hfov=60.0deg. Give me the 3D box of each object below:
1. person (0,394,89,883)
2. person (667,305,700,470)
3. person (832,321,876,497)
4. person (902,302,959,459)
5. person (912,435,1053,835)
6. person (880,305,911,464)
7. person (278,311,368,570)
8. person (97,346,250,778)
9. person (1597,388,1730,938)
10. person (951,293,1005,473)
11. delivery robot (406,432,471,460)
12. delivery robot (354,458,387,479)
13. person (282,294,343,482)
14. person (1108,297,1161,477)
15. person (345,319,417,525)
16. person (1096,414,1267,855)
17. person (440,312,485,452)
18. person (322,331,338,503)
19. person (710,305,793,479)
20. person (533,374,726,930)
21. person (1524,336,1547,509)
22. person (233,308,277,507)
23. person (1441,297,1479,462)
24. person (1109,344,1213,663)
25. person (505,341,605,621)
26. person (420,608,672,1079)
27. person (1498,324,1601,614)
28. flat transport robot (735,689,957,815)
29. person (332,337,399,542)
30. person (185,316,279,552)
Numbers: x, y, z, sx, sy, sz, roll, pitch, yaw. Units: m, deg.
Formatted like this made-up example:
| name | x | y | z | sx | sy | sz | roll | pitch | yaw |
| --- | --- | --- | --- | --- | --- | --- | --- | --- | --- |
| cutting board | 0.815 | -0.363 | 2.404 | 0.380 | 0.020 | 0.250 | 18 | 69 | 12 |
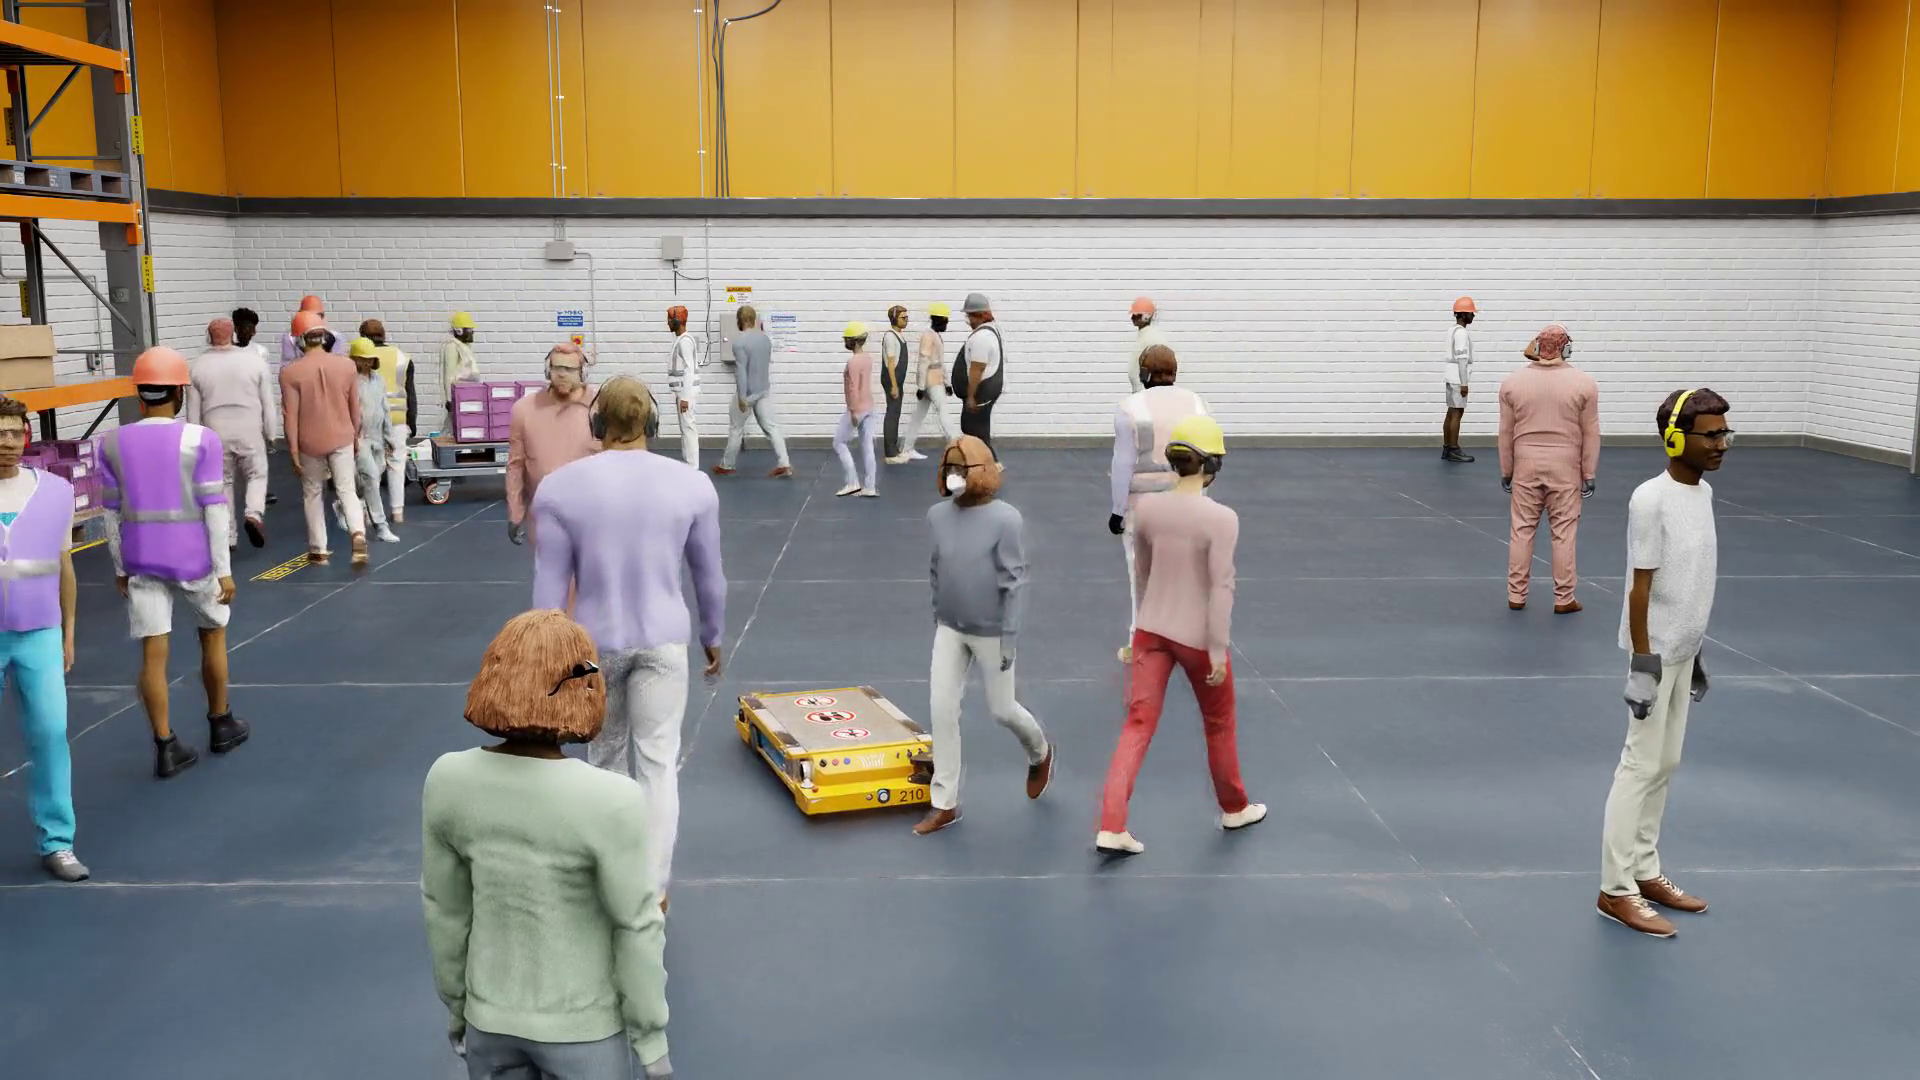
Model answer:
| name | x | y | z | sx | sy | sz | roll | pitch | yaw |
| --- | --- | --- | --- | --- | --- | --- | --- | --- | --- |
| person | -3.609 | 0.347 | 6.258 | 0.785 | 1.818 | 0.572 | 9 | 13 | 44 |
| person | -2.933 | -1.538 | 17.618 | 0.358 | 1.885 | 0.572 | -2 | 10 | -13 |
| person | -1.054 | -1.285 | 16.472 | 0.528 | 1.745 | 0.539 | 4 | 10 | 22 |
| person | -0.242 | -1.869 | 19.690 | 0.988 | 1.865 | 0.590 | 1 | 9 | 4 |
| person | 0.108 | 0.360 | 6.820 | 0.494 | 1.616 | 0.722 | 7 | 11 | 35 |
| person | -0.743 | -1.807 | 19.389 | 0.350 | 1.847 | 0.506 | 1 | 9 | 8 |
| person | -4.755 | -0.739 | 12.507 | 0.624 | 1.961 | 0.895 | -7 | 12 | -36 |
| person | -3.565 | 0.077 | 7.615 | 0.571 | 1.913 | 0.779 | -1 | 9 | -5 |
| person | 2.452 | 0.407 | 5.738 | 0.323 | 1.870 | 0.518 | 9 | 13 | 44 |
| person | 0.171 | -1.543 | 17.172 | 0.536 | 2.000 | 0.710 | 1 | 9 | 9 |
| delivery robot | -5.500 | -0.895 | 17.460 | 0.477 | 0.478 | 0.707 | 8 | 12 | 39 |
| delivery robot | -6.085 | -0.824 | 17.019 | 0.707 | 0.478 | 0.477 | -8 | 12 | -40 |
| person | -6.915 | -1.622 | 17.786 | 0.621 | 2.013 | 0.767 | -5 | 11 | -29 |
| person | 2.063 | -1.654 | 18.074 | 0.833 | 1.974 | 0.624 | 0 | 9 | -1 |
| person | -5.151 | -1.043 | 14.779 | 0.642 | 1.829 | 0.437 | -5 | 10 | -27 |
| person | 0.856 | 0.366 | 6.490 | 0.526 | 1.711 | 0.925 | 9 | 13 | 42 |
| person | -5.586 | -1.669 | 18.743 | 0.953 | 1.784 | 0.603 | -1 | 9 | -4 |
| person | -6.057 | -1.151 | 15.856 | 0.560 | 1.678 | 0.452 | -4 | 10 | -25 |
| person | -2.232 | -1.595 | 17.988 | 1.041 | 1.887 | 0.646 | 6 | 11 | 32 |
| person | -1.171 | 0.358 | 5.968 | 0.658 | 1.888 | 1.003 | -2 | 9 | -9 |
| person | 5.453 | -1.112 | 15.780 | 0.285 | 1.631 | 0.502 | -1 | 9 | -4 |
| person | -6.880 | -1.259 | 15.898 | 0.628 | 1.894 | 1.051 | -7 | 12 | -38 |
| person | 5.895 | -1.888 | 19.604 | 0.356 | 1.939 | 0.543 | 0 | 9 | 1 |
| person | 1.129 | -0.197 | 9.535 | 0.634 | 1.839 | 0.429 | -4 | 10 | -23 |
| person | -2.156 | -0.164 | 9.209 | 0.649 | 1.881 | 0.816 | 1 | 9 | 9 |
| person | -0.786 | 0.938 | 3.208 | 0.507 | 1.632 | 0.274 | 3 | 10 | 20 |
| person | 3.879 | -0.464 | 10.968 | 0.643 | 1.909 | 0.410 | 5 | 11 | 30 |
| flat transport robot | -0.554 | 0.911 | 7.534 | 0.652 | 0.197 | 1.431 | -3 | 10 | -19 |
| person | -5.034 | -0.849 | 13.918 | 0.773 | 1.707 | 0.496 | 5 | 10 | 27 |
| person | -5.773 | -0.823 | 13.200 | 0.672 | 1.895 | 0.550 | -3 | 10 | -19 |
